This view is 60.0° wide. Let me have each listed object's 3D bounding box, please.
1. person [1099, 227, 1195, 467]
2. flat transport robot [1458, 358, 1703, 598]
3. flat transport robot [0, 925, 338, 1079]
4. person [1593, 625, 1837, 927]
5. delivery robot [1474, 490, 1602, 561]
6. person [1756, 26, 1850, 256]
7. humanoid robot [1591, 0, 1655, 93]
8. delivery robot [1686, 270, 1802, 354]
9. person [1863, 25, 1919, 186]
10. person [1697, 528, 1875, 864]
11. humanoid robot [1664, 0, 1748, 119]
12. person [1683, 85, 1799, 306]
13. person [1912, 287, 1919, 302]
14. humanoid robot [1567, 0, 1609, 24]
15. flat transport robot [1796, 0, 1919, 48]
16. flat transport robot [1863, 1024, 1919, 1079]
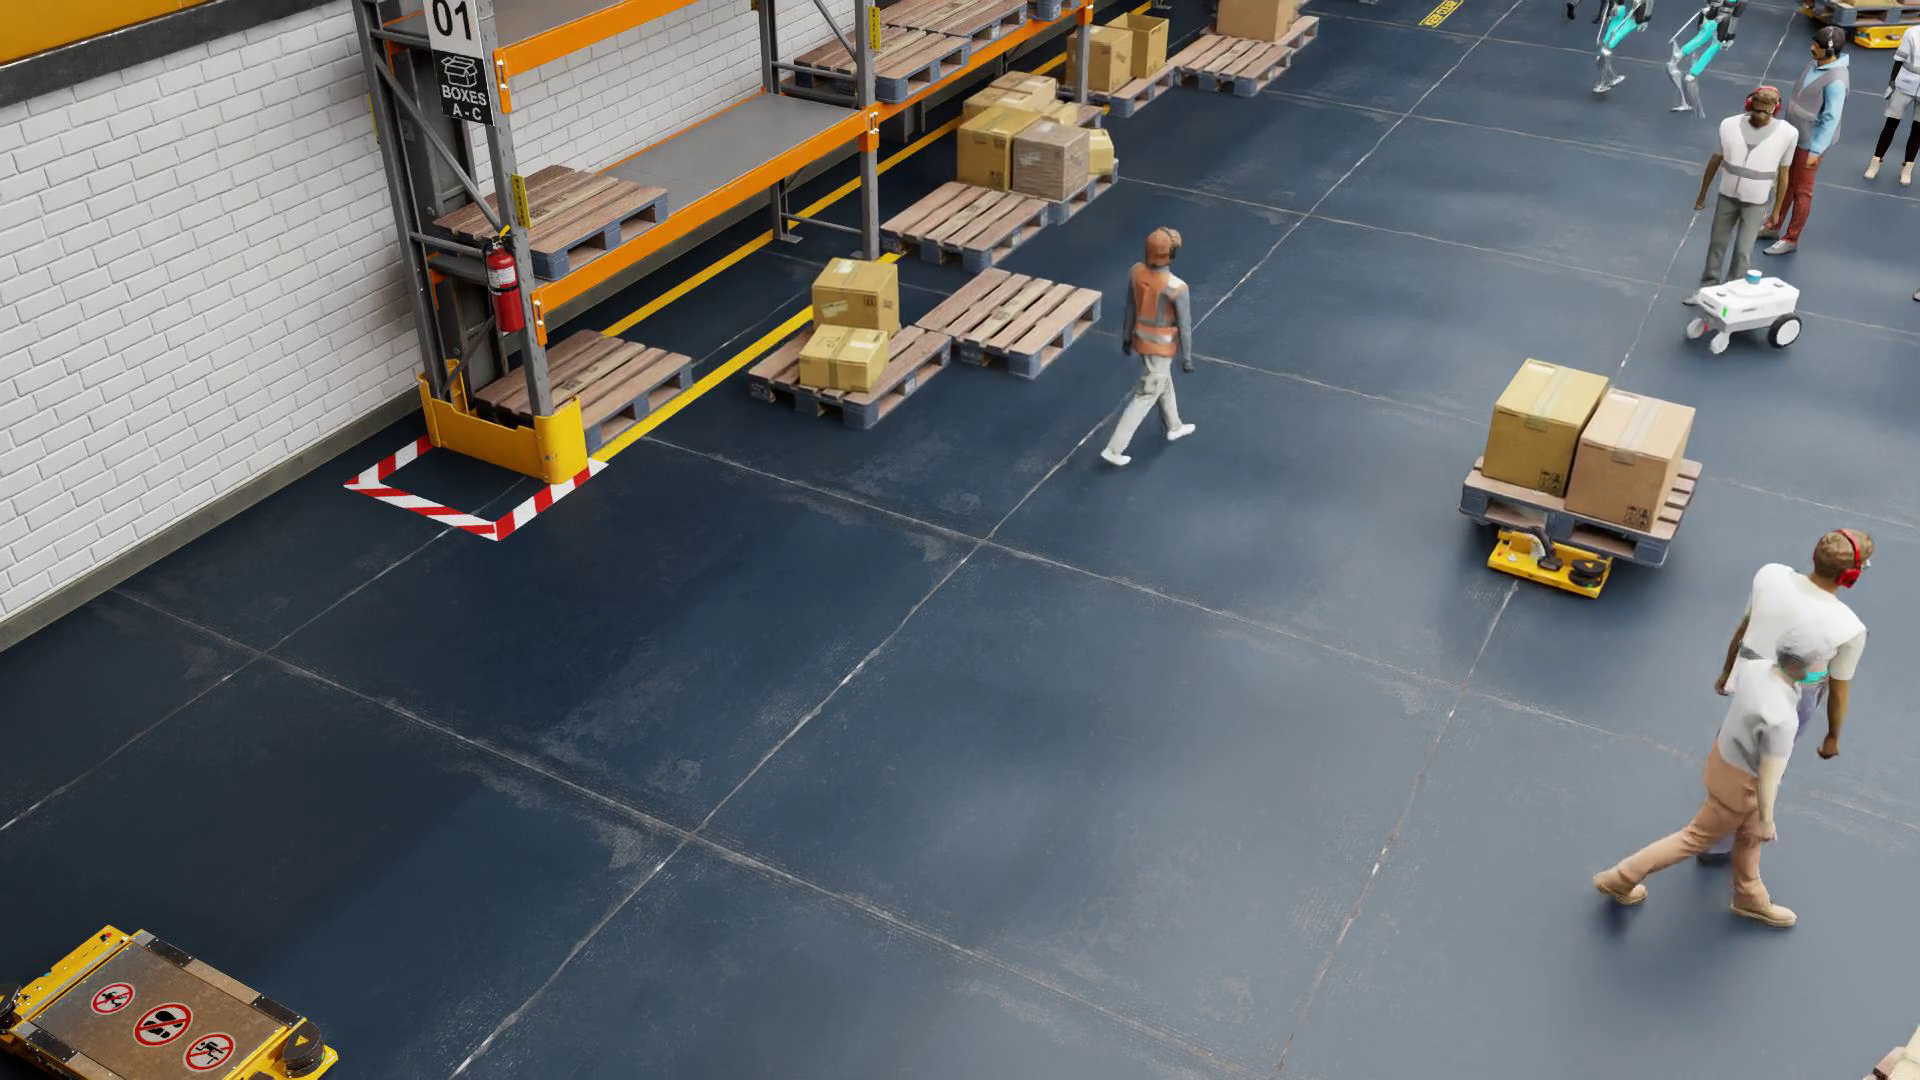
[{"bbox_3d":[1.256,-1.256,10.841,0.864,1.594,0.524,-21,39,-28],"label":"person"},{"bbox_3d":[3.826,-0.140,10.360,0.659,0.231,1.431,19,38,26],"label":"flat transport robot"},{"bbox_3d":[-3.387,2.085,6.994,1.431,0.231,0.659,17,37,24],"label":"flat transport robot"},{"bbox_3d":[3.376,1.042,7.283,0.901,1.701,0.504,7,34,10],"label":"person"},{"bbox_3d":[3.558,-0.198,10.198,0.499,0.605,0.781,-17,37,-24],"label":"delivery robot"},{"bbox_3d":[6.940,-3.269,13.636,0.415,1.878,0.531,-2,34,-3],"label":"person"},{"bbox_3d":[6.707,-5.351,16.906,0.892,1.752,0.530,-21,39,-28],"label":"humanoid robot"},{"bbox_3d":[5.928,-1.744,12.524,0.768,0.591,0.499,-10,35,-15],"label":"delivery robot"},{"bbox_3d":[8.623,-4.050,14.980,0.534,1.696,0.318,17,37,24],"label":"person"},{"bbox_3d":[3.810,0.724,7.643,0.638,1.821,0.598,-13,36,-19],"label":"person"},{"bbox_3d":[7.343,-5.038,16.472,0.701,1.825,0.539,-6,34,-9],"label":"humanoid robot"},{"bbox_3d":[5.933,-2.588,12.660,0.633,1.824,0.452,26,41,33],"label":"person"},{"bbox_3d":[7.867,-2.692,12.791,0.565,1.846,0.390,17,37,24],"label":"person"},{"bbox_3d":[7.397,-6.772,19.119,0.562,1.638,0.613,-16,37,-22],"label":"humanoid robot"},{"bbox_3d":[10.421,-5.966,19.174,0.659,0.231,1.431,-3,34,-4],"label":"flat transport robot"},{"bbox_3d":[3.652,2.694,6.071,1.431,0.231,0.659,-22,39,-30],"label":"flat transport robot"}]
